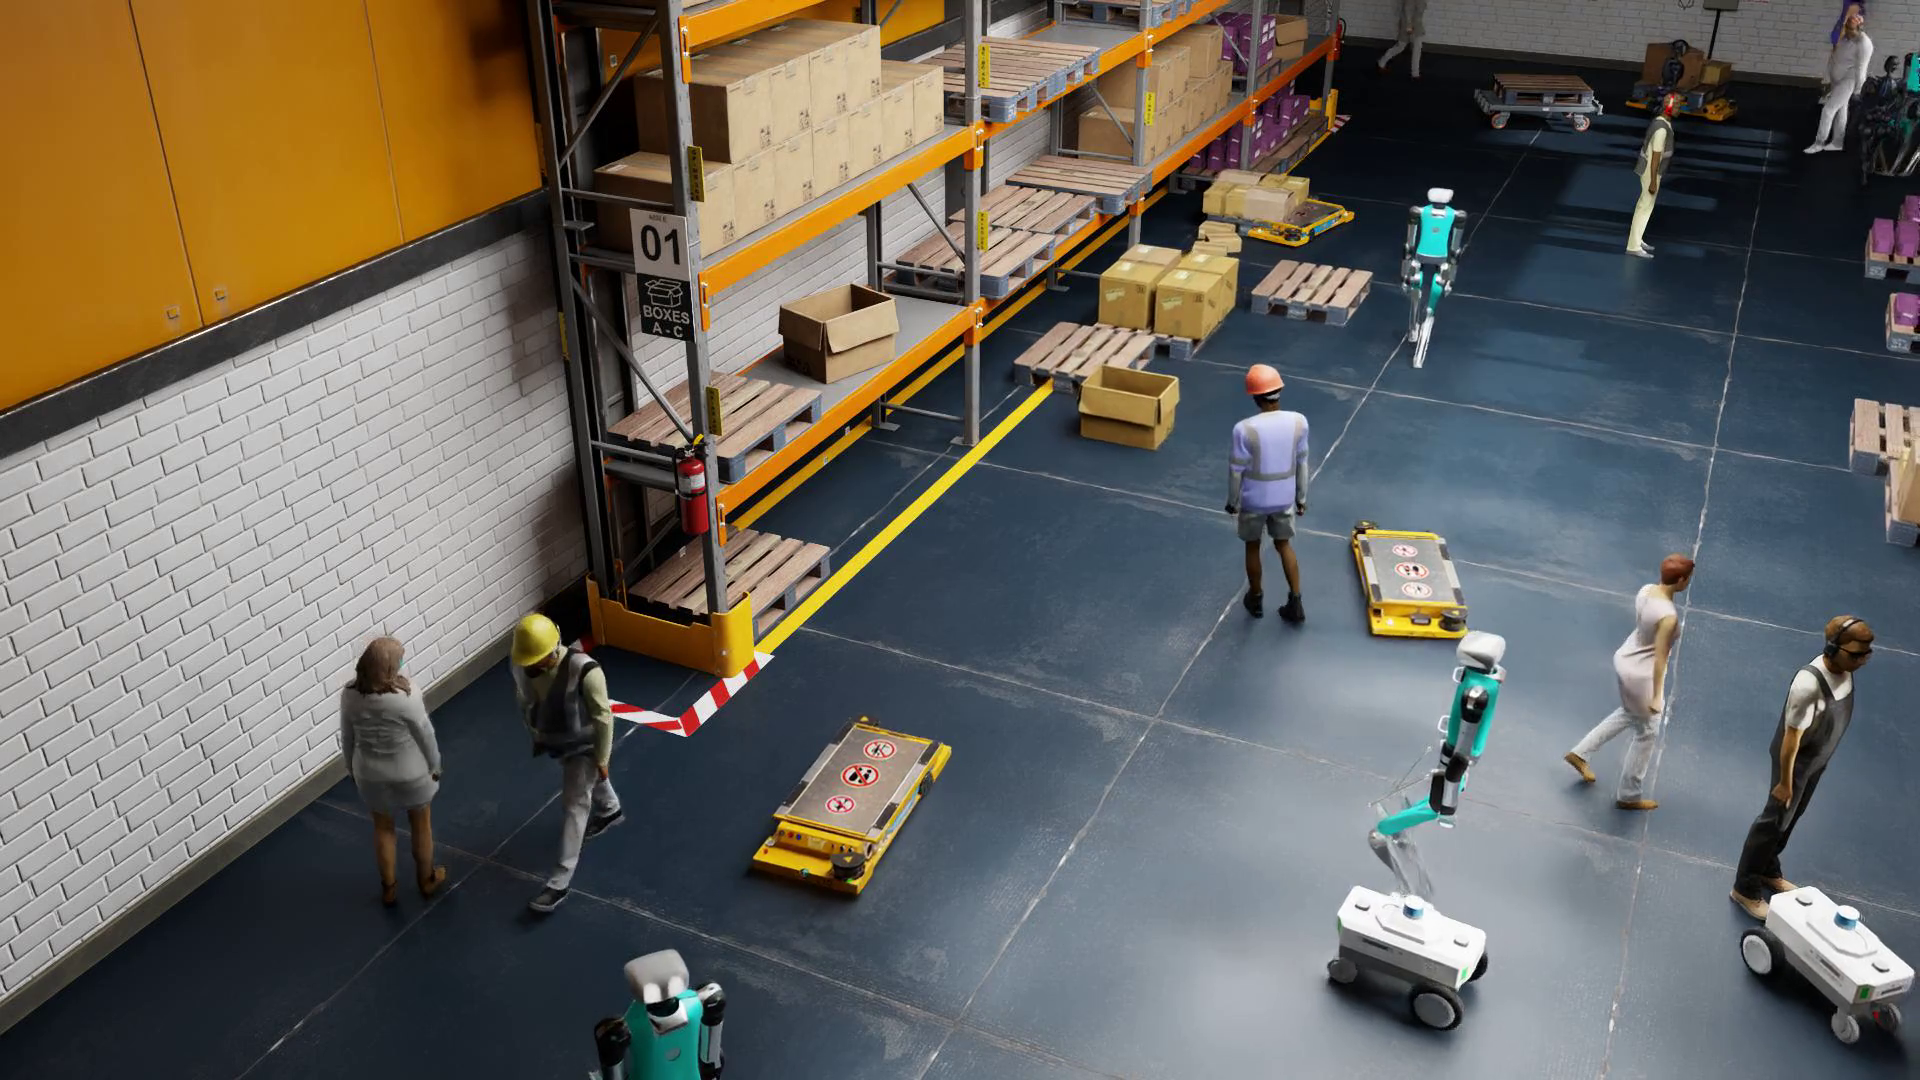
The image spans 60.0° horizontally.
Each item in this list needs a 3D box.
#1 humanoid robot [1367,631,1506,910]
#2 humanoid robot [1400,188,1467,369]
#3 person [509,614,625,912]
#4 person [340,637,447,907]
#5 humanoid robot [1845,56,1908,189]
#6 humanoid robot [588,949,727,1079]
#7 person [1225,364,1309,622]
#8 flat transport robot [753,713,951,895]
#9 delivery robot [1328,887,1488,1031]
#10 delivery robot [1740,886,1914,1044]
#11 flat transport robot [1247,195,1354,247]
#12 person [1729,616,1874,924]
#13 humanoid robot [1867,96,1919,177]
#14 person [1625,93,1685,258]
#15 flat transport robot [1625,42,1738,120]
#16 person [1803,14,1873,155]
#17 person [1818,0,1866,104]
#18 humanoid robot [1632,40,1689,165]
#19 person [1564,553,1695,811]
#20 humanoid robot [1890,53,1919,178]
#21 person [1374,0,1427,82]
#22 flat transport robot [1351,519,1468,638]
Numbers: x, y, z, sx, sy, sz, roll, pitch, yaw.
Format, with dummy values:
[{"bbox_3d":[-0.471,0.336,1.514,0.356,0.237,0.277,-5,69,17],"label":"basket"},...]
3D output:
[{"bbox_3d":[2.452,1.272,8.862,0.657,1.833,0.539,12,30,21],"label":"humanoid robot"},{"bbox_3d":[4.536,-2.618,16.085,0.530,1.777,1.003,8,29,14],"label":"humanoid robot"},{"bbox_3d":[-2.175,1.122,9.103,0.604,1.731,1.038,15,32,25],"label":"person"},{"bbox_3d":[-3.047,1.247,8.965,0.510,1.652,0.358,-1,28,-2],"label":"person"},{"bbox_3d":[11.636,-5.313,21.149,0.612,1.622,0.703,10,30,18],"label":"humanoid robot"},{"bbox_3d":[-1.310,2.312,6.936,0.554,1.750,1.042,-17,33,-28],"label":"humanoid robot"},{"bbox_3d":[2.131,-0.295,11.560,0.588,1.902,0.530,-6,29,-11],"label":"person"},{"bbox_3d":[-0.614,1.536,9.880,0.659,0.231,1.431,10,30,19],"label":"flat transport robot"},{"bbox_3d":[2.319,2.106,8.542,0.815,0.614,0.499,16,32,27],"label":"delivery robot"},{"bbox_3d":[4.453,2.119,8.492,0.499,0.589,0.784,-9,30,-16],"label":"delivery robot"},{"bbox_3d":[4.059,-3.791,19.758,0.659,0.231,1.431,21,35,34],"label":"flat transport robot"},{"bbox_3d":[4.486,1.195,8.853,0.508,1.842,0.328,-23,36,-36],"label":"person"},{"bbox_3d":[12.119,-5.520,21.462,0.748,1.824,0.535,3,28,5],"label":"humanoid robot"},{"bbox_3d":[7.774,-4.107,18.695,0.380,1.836,0.562,11,30,20],"label":"person"},{"bbox_3d":[10.763,-6.507,24.793,1.431,0.231,0.659,22,35,35],"label":"flat transport robot"},{"bbox_3d":[11.814,-6.133,22.410,0.736,1.867,0.729,0,28,0],"label":"person"},{"bbox_3d":[13.226,-7.408,24.743,0.524,1.910,0.561,10,30,18],"label":"person"},{"bbox_3d":[9.383,-5.783,21.990,0.641,1.635,0.608,5,29,9],"label":"humanoid robot"},{"bbox_3d":[3.954,0.813,9.778,0.475,1.632,0.525,-1,28,-3],"label":"person"},{"bbox_3d":[12.430,-5.519,21.472,0.657,1.851,0.530,-13,31,-22],"label":"humanoid robot"},{"bbox_3d":[7.072,-8.202,26.336,0.860,1.797,0.518,24,37,37],"label":"person"},{"bbox_3d":[3.284,0.279,12.212,0.659,0.231,1.431,3,28,5],"label":"flat transport robot"}]
